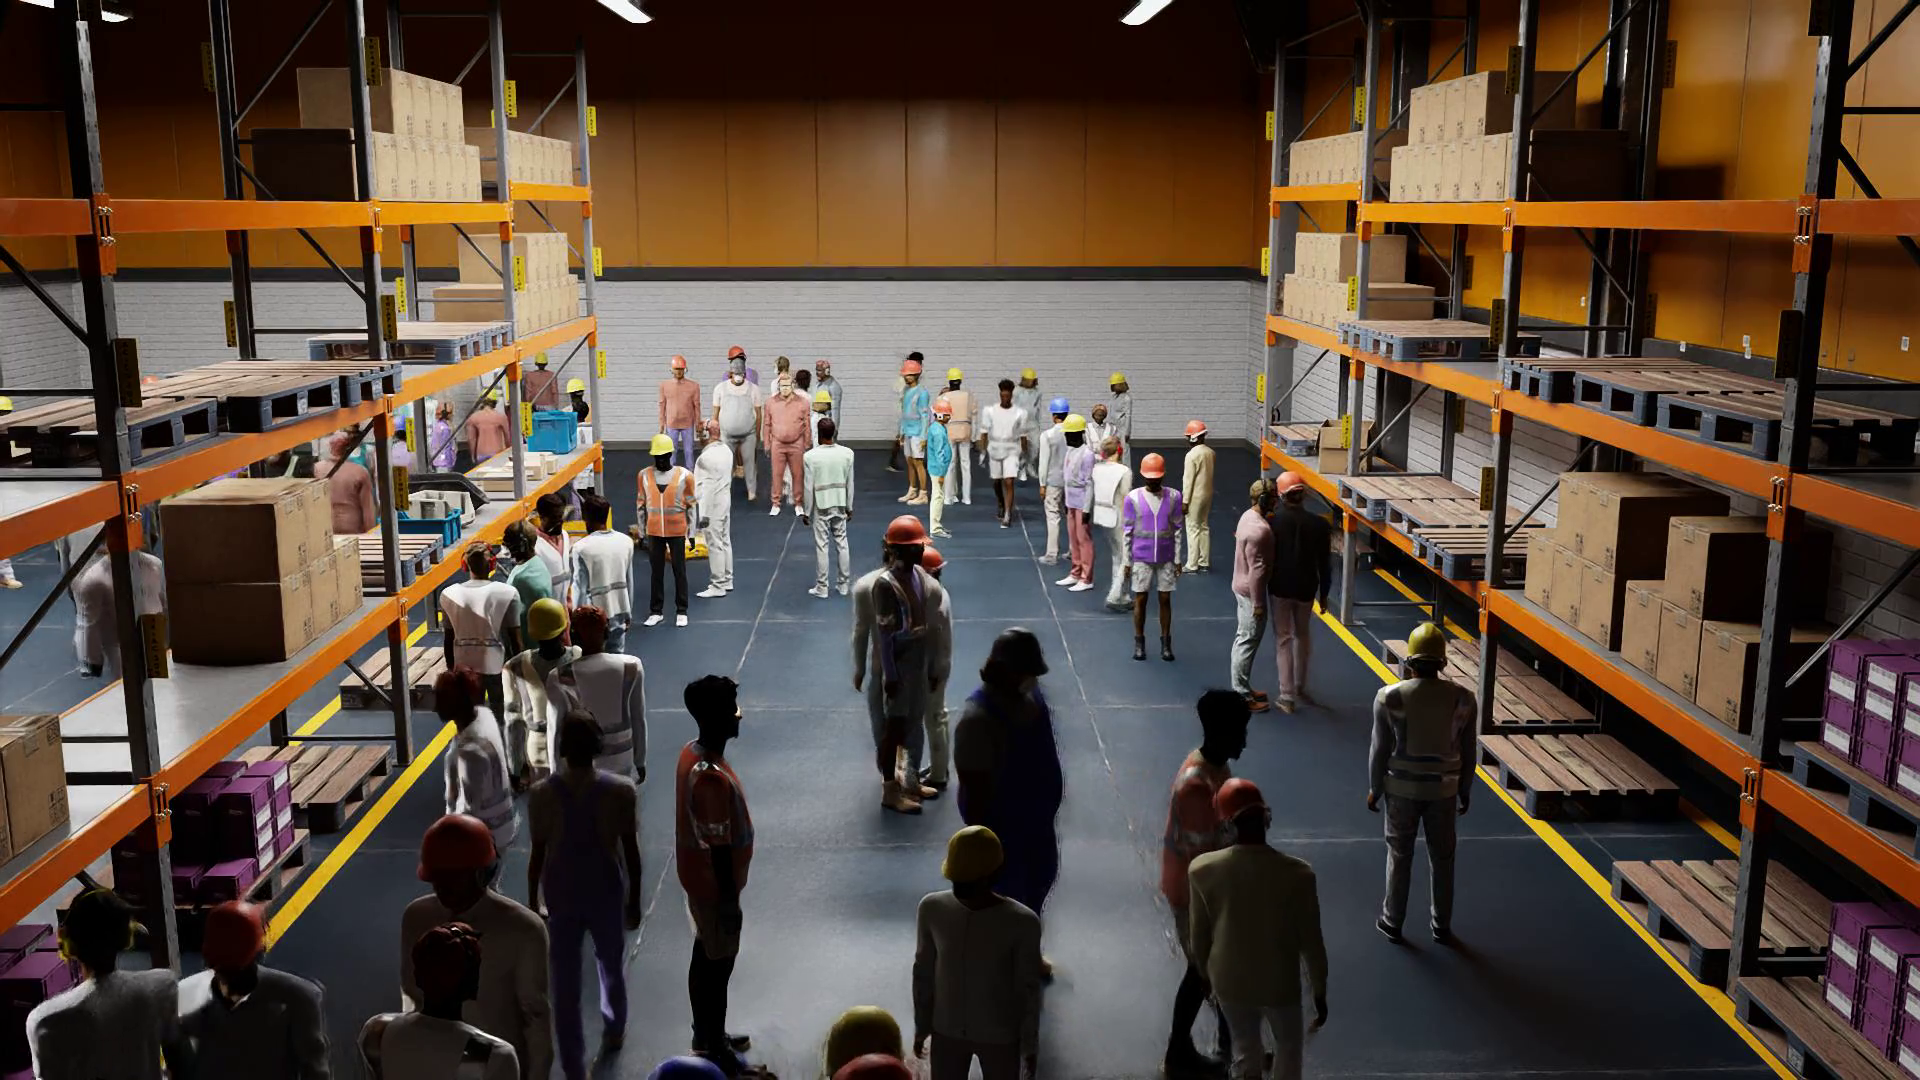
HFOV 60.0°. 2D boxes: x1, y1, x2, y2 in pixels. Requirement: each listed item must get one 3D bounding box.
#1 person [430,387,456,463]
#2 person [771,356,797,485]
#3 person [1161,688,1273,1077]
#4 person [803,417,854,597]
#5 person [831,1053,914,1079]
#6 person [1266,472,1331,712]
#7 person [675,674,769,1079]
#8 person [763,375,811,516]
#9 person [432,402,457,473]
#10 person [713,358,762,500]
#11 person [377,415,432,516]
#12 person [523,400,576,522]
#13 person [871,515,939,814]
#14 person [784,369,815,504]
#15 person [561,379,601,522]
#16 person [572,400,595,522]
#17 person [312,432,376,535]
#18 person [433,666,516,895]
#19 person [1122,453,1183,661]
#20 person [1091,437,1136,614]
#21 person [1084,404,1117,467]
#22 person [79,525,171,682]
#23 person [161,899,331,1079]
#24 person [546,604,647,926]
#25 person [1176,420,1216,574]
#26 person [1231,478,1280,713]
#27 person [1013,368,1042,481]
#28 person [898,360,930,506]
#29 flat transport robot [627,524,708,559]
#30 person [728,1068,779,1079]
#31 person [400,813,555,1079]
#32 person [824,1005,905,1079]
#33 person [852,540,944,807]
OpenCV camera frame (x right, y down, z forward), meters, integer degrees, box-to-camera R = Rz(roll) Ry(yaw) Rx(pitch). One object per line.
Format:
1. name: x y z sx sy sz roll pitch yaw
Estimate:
1. person: -8.458 -2.025 26.903 0.587 1.601 0.723 6 13 26
2. person: -2.596 -1.778 24.831 0.371 1.932 0.627 8 14 34
3. person: 1.195 1.627 7.785 0.488 1.935 0.631 4 12 20
4. person: -1.395 -0.346 17.671 0.593 1.922 0.391 -7 13 -30
5. person: -0.160 2.268 4.612 0.621 1.910 0.595 -2 11 -9
6. person: 2.718 0.402 13.844 0.609 1.945 0.846 -1 11 -7
7. person: -1.147 1.588 7.854 0.367 1.966 0.607 -4 12 -20
8. person: -2.319 -1.265 22.315 0.651 1.906 0.403 -1 11 -5
9. person: -6.664 -0.968 21.520 0.314 1.632 0.524 -6 13 -28
10. person: -3.130 -1.563 23.468 0.681 2.000 0.535 -1 11 -6
11. person: -5.994 -0.372 17.874 0.618 1.916 0.866 0 11 1
12. person: -5.392 -0.984 21.508 0.741 1.664 0.557 1 11 6
13. person: -0.363 0.838 11.414 0.366 2.048 0.607 5 12 23
14. person: -2.246 -1.441 23.231 0.612 1.887 0.464 8 14 36
15. person: -4.950 -1.142 21.684 0.400 1.915 0.588 11 16 44
16. person: -4.800 -0.932 21.174 0.318 1.697 0.534 3 12 15
17. person: -6.194 -0.140 16.696 0.662 1.891 0.642 -1 11 -5
18. person: -2.453 1.523 8.501 0.406 1.845 0.651 -3 12 -15
19. person: 1.756 0.155 15.161 0.549 1.924 0.386 0 11 -1
20. person: 1.632 -0.144 16.971 0.515 1.810 0.630 -6 13 -27
21. person: 1.762 -0.932 21.318 0.514 1.640 0.310 -2 11 -11
22. person: -6.136 0.763 12.286 0.942 1.861 0.624 6 13 27
23. person: -2.546 2.086 5.944 0.575 1.732 0.398 1 11 4
24. person: -2.079 1.292 9.569 0.575 1.880 0.359 -5 13 -25
25. person: 2.664 -0.486 18.825 0.356 1.742 0.574 8 14 36
26. person: 2.419 0.448 13.674 0.370 1.932 0.626 1 11 6
27. person: 1.021 -1.750 25.206 0.498 1.731 0.395 -3 12 -16
28. person: -0.661 -1.489 23.131 0.404 2.034 0.613 -6 13 -29
29. flat transport robot: -3.486 -0.013 20.154 0.652 0.197 1.431 -7 13 -32
30. person: -0.571 2.340 4.953 0.277 1.628 0.504 5 12 24
31. person: -1.767 1.935 6.080 0.615 1.984 0.408 3 12 17
32. person: -0.279 2.230 4.826 0.589 1.885 0.873 2 11 8
33. person: -0.431 0.866 11.565 0.645 1.921 0.641 -2 11 -9
